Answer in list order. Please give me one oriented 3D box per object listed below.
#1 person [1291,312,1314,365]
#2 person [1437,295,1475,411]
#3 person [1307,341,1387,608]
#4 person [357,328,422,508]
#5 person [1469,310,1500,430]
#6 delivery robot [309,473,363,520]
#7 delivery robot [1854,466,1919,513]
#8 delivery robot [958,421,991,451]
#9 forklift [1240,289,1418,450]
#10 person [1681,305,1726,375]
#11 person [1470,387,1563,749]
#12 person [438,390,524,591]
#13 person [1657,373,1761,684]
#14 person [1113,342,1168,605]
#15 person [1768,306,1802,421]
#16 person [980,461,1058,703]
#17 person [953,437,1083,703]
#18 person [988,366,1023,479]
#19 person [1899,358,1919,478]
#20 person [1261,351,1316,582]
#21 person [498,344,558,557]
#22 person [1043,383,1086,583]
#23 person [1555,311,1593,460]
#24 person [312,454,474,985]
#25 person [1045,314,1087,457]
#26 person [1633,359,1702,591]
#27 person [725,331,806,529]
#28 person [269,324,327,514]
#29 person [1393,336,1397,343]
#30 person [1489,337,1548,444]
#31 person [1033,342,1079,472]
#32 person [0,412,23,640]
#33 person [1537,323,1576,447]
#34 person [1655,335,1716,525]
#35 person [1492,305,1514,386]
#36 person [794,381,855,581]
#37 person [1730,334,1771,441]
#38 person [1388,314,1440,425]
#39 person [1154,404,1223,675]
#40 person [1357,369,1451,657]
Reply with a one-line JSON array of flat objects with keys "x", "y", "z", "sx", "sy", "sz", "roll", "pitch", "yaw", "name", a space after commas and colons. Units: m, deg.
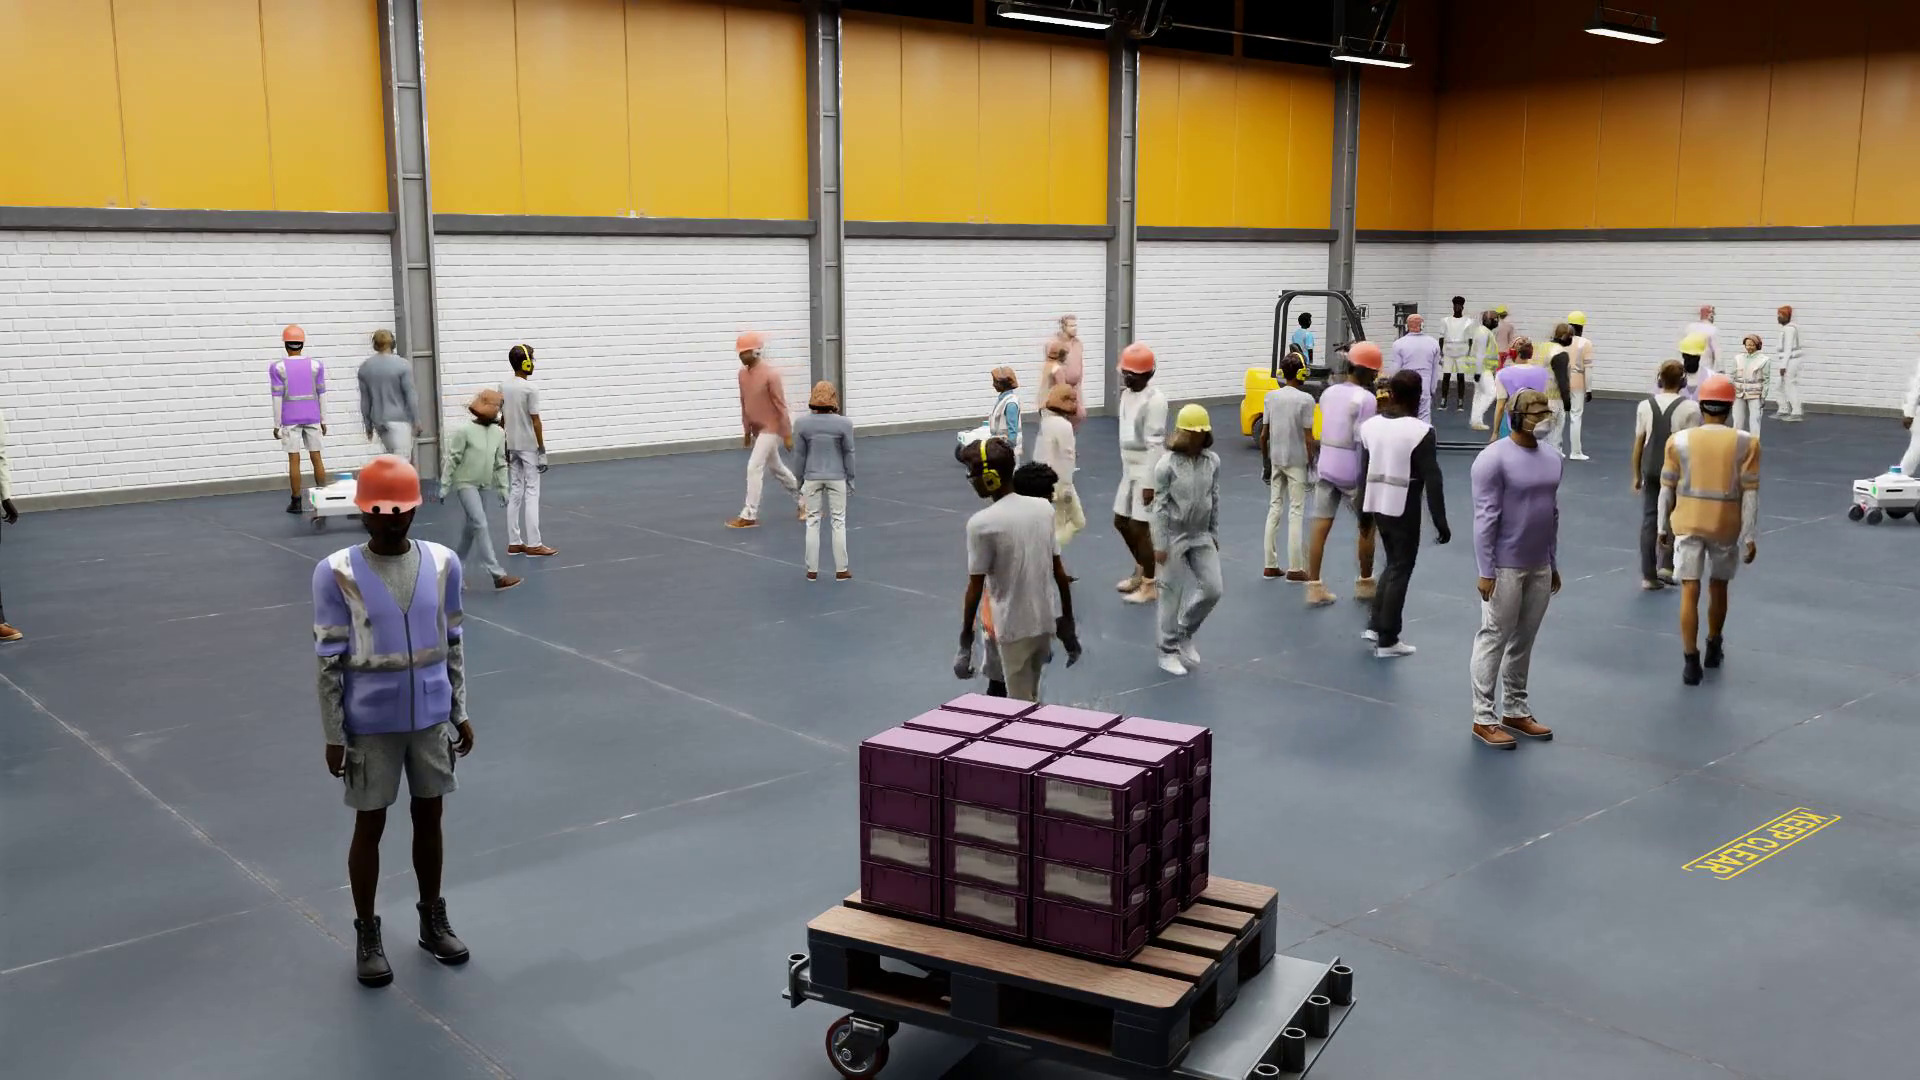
[{"x": 5.763, "y": -2.967, "z": 27.915, "sx": 0.316, "sy": 1.696, "sz": 0.540, "roll": -4, "pitch": 11, "yaw": -23, "name": "person"}, {"x": 8.454, "y": -3.180, "z": 28.373, "sx": 0.604, "sy": 1.967, "sz": 0.367, "roll": 4, "pitch": 11, "yaw": 23, "name": "person"}, {"x": 2.962, "y": -0.491, "z": 12.518, "sx": 0.867, "sy": 1.999, "sz": 0.653, "roll": -6, "pitch": 11, "yaw": -30, "name": "person"}, {"x": -5.870, "y": -1.202, "z": 16.979, "sx": 0.642, "sy": 1.911, "sz": 0.805, "roll": 4, "pitch": 11, "yaw": 23, "name": "person"}, {"x": 7.930, "y": -2.559, "z": 25.145, "sx": 0.449, "sy": 1.825, "sz": 0.640, "roll": 4, "pitch": 10, "yaw": 20, "name": "person"}, {"x": -5.869, "y": -0.402, "z": 15.961, "sx": 0.707, "sy": 0.478, "sz": 0.477, "roll": -4, "pitch": 11, "yaw": -23, "name": "delivery robot"}, {"x": 9.232, "y": -0.485, "z": 16.447, "sx": 0.707, "sy": 0.478, "sz": 0.477, "roll": -2, "pitch": 10, "yaw": -9, "name": "delivery robot"}, {"x": 0.341, "y": -1.261, "z": 20.992, "sx": 0.707, "sy": 0.478, "sz": 0.477, "roll": -2, "pitch": 10, "yaw": -12, "name": "delivery robot"}, {"x": 5.034, "y": -2.339, "z": 22.783, "sx": 2.313, "sy": 2.155, "sz": 1.214, "roll": 3, "pitch": 10, "yaw": 16, "name": "forklift"}, {"x": 11.561, "y": -2.673, "z": 25.686, "sx": 0.872, "sy": 1.874, "sz": 0.661, "roll": -3, "pitch": 10, "yaw": -17, "name": "person"}, {"x": 3.018, "y": 0.145, "z": 8.991, "sx": 0.631, "sy": 1.940, "sz": 0.372, "roll": -6, "pitch": 12, "yaw": -33, "name": "person"}, {"x": -3.762, "y": -0.381, "z": 13.075, "sx": 0.812, "sy": 1.581, "sz": 0.562, "roll": 5, "pitch": 11, "yaw": 26, "name": "person"}, {"x": 4.705, "y": -0.094, "z": 10.483, "sx": 0.575, "sy": 1.900, "sz": 0.903, "roll": 4, "pitch": 11, "yaw": 24, "name": "person"}, {"x": 1.374, "y": -0.500, "z": 12.596, "sx": 0.538, "sy": 2.001, "sz": 0.663, "roll": -4, "pitch": 10, "yaw": -20, "name": "person"}, {"x": 13.243, "y": -2.812, "z": 26.552, "sx": 0.584, "sy": 1.846, "sz": 0.595, "roll": 2, "pitch": 10, "yaw": 13, "name": "person"}, {"x": 0.245, "y": 0.432, "z": 8.139, "sx": 0.363, "sy": 1.667, "sz": 0.702, "roll": -3, "pitch": 10, "yaw": -16, "name": "person"}, {"x": 0.281, "y": 0.441, "z": 7.581, "sx": 0.558, "sy": 1.823, "sz": 0.525, "roll": -9, "pitch": 13, "yaw": -43, "name": "person"}, {"x": 0.421, "y": -0.780, "z": 15.282, "sx": 0.309, "sy": 1.640, "sz": 0.513, "roll": -2, "pitch": 10, "yaw": -10, "name": "person"}, {"x": 10.518, "y": -1.382, "z": 18.188, "sx": 0.423, "sy": 1.848, "sz": 0.647, "roll": 7, "pitch": 12, "yaw": 36, "name": "person"}, {"x": 2.676, "y": -0.593, "z": 13.512, "sx": 0.319, "sy": 1.870, "sz": 0.521, "roll": -9, "pitch": 13, "yaw": -41, "name": "person"}, {"x": -3.822, "y": -0.783, "z": 14.626, "sx": 0.531, "sy": 1.870, "sz": 0.317, "roll": 6, "pitch": 12, "yaw": 33, "name": "person"}, {"x": 0.815, "y": -0.441, "z": 13.327, "sx": 0.350, "sy": 1.619, "sz": 0.530, "roll": -2, "pitch": 10, "yaw": -14, "name": "person"}, {"x": 7.921, "y": -1.994, "z": 21.540, "sx": 0.370, "sy": 1.929, "sz": 0.585, "roll": -8, "pitch": 12, "yaw": -38, "name": "person"}, {"x": -2.044, "y": 0.644, "z": 6.075, "sx": 0.551, "sy": 1.933, "sz": 0.364, "roll": -8, "pitch": 12, "yaw": -38, "name": "person"}, {"x": 1.374, "y": -1.965, "z": 21.503, "sx": 0.662, "sy": 1.893, "sz": 0.436, "roll": -8, "pitch": 12, "yaw": -38, "name": "person"}, {"x": 5.566, "y": -0.503, "z": 13.098, "sx": 0.502, "sy": 1.828, "sz": 0.536, "roll": -9, "pitch": 14, "yaw": -44, "name": "person"}, {"x": -1.828, "y": -1.090, "z": 16.291, "sx": 1.012, "sy": 1.934, "sz": 0.623, "roll": -7, "pitch": 12, "yaw": -34, "name": "person"}, {"x": -6.785, "y": -1.238, "z": 17.084, "sx": 0.542, "sy": 1.939, "sz": 0.365, "roll": -7, "pitch": 12, "yaw": -34, "name": "person"}, {"x": 6.701, "y": -2.522, "z": 25.138, "sx": 0.338, "sy": 1.759, "sz": 0.524, "roll": -1, "pitch": 10, "yaw": -8, "name": "person"}, {"x": 5.513, "y": -1.078, "z": 16.422, "sx": 0.566, "sy": 1.846, "sz": 0.389, "roll": -3, "pitch": 10, "yaw": -17, "name": "person"}, {"x": 1.177, "y": -1.567, "z": 19.942, "sx": 0.703, "sy": 1.606, "sz": 0.526, "roll": -2, "pitch": 10, "yaw": -12, "name": "person"}, {"x": -6.694, "y": -0.269, "z": 11.247, "sx": 0.379, "sy": 1.995, "sz": 0.609, "roll": 5, "pitch": 11, "yaw": 26, "name": "person"}, {"x": 7.385, "y": -1.776, "z": 20.620, "sx": 0.584, "sy": 1.808, "sz": 0.652, "roll": 1, "pitch": 10, "yaw": 4, "name": "person"}, {"x": 7.003, "y": -1.032, "z": 16.053, "sx": 0.615, "sy": 1.871, "sz": 0.976, "roll": 2, "pitch": 10, "yaw": 10, "name": "person"}, {"x": 10.010, "y": -3.475, "z": 30.777, "sx": 0.527, "sy": 1.729, "sz": 0.857, "roll": -3, "pitch": 10, "yaw": -16, "name": "person"}, {"x": -1.095, "y": -0.473, "z": 13.501, "sx": 0.500, "sy": 1.633, "sz": 0.280, "roll": 0, "pitch": 10, "yaw": 3, "name": "person"}, {"x": 10.181, "y": -1.839, "z": 21.484, "sx": 0.308, "sy": 1.638, "sz": 0.511, "roll": -8, "pitch": 12, "yaw": -38, "name": "person"}, {"x": 5.762, "y": -1.921, "z": 21.190, "sx": 0.643, "sy": 1.905, "sz": 0.400, "roll": -1, "pitch": 10, "yaw": -8, "name": "person"}, {"x": 1.436, "y": 0.000, "z": 10.464, "sx": 0.511, "sy": 1.722, "sz": 0.415, "roll": -5, "pitch": 11, "yaw": -26, "name": "person"}, {"x": 2.914, "y": -0.168, "z": 10.928, "sx": 0.506, "sy": 1.903, "sz": 0.603, "roll": -5, "pitch": 11, "yaw": -27, "name": "person"}]
